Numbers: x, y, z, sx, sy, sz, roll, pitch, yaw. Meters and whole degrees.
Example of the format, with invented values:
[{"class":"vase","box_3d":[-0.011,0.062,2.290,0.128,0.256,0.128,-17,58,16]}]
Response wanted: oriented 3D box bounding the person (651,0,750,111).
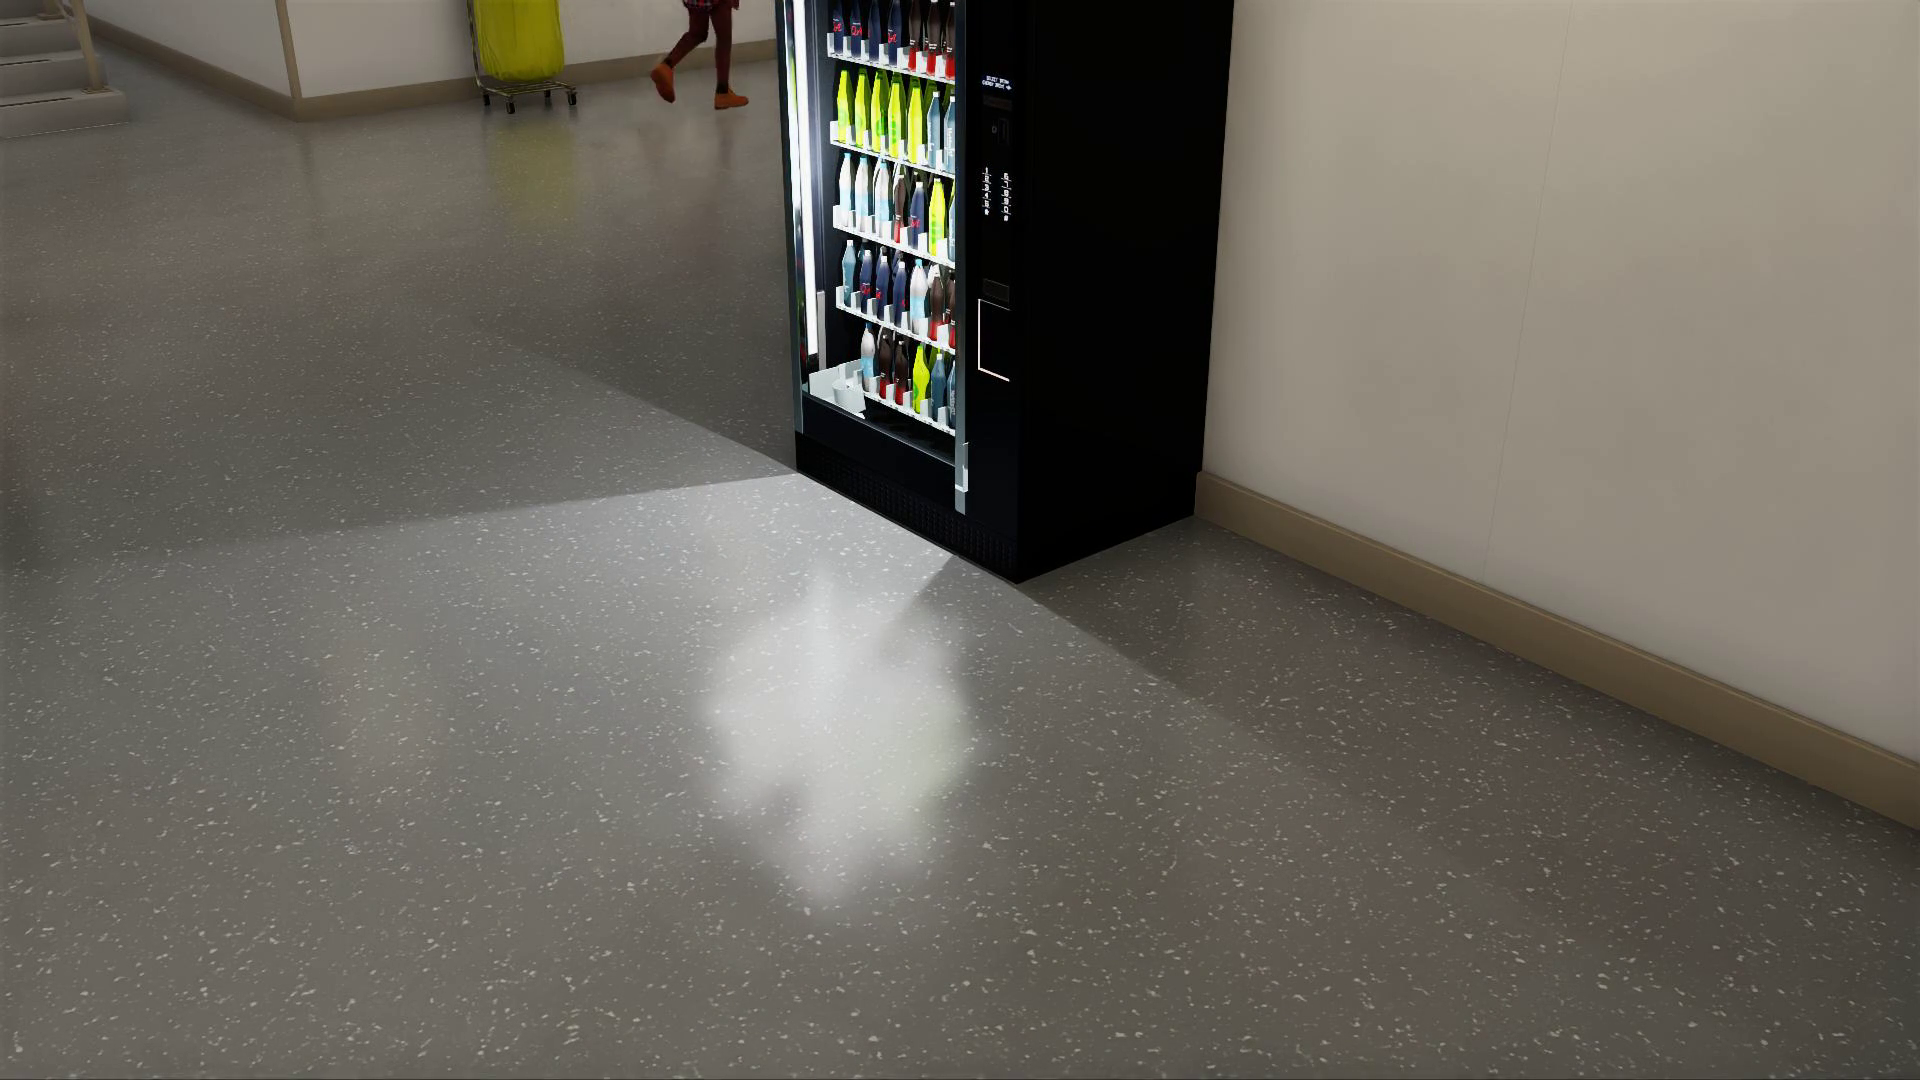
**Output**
[{"class":"person","box_3d":[-1.800,-3.787,11.455,0.970,1.701,0.778,18,31,33]}]
